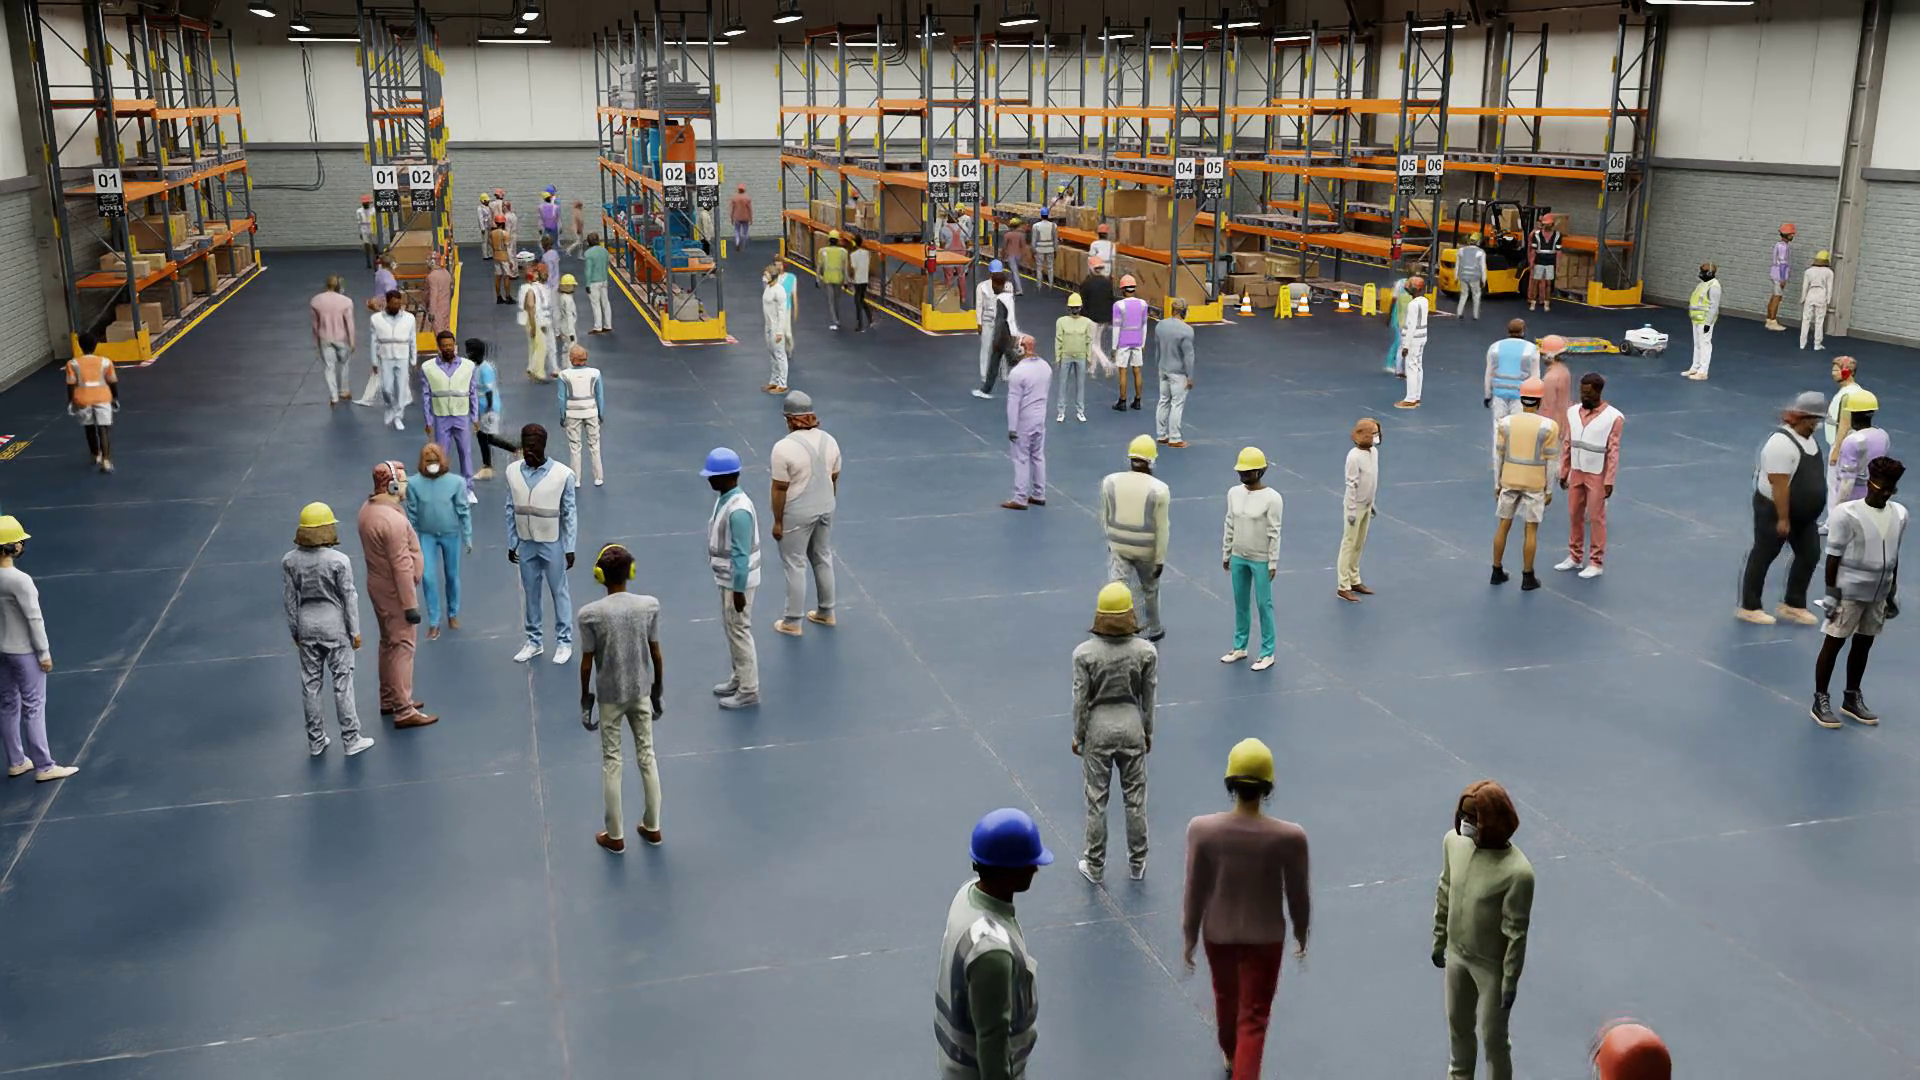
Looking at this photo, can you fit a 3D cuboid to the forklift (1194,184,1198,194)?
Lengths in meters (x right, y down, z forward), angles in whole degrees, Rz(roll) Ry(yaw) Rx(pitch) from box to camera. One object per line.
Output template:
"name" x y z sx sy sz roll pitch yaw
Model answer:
"forklift" 7.392 -11.333 53.972 1.873 2.768 1.129 -4 15 -15

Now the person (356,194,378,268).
"person" -15.555 -8.136 43.775 0.548 1.921 0.691 -3 15 -12

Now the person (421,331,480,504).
"person" -5.566 -1.338 18.205 0.594 1.919 0.387 -6 16 -20

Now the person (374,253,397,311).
"person" -9.323 -3.713 27.129 0.379 1.931 0.634 -10 18 -33

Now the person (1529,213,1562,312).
"person" 12.190 -5.775 34.663 0.615 2.040 0.391 4 15 15

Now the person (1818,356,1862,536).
"person" 8.965 -0.951 16.925 0.404 1.832 0.571 8 17 27

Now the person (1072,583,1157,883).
"person" 0.860 1.090 9.410 0.487 1.741 0.314 -2 15 -6

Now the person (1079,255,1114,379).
"person" 2.176 -3.496 26.227 0.620 1.976 0.771 -11 18 -35

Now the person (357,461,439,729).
"person" -3.993 0.375 11.809 0.400 1.899 0.652 -10 18 -32

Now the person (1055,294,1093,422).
"person" 1.566 -2.506 22.894 0.524 1.770 0.315 -1 15 -2

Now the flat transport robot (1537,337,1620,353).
"flat transport robot" 10.768 -3.409 29.158 1.431 0.197 0.652 -3 15 -11

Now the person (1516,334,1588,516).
"person" 6.274 -1.175 17.507 0.763 1.971 0.621 12 19 37

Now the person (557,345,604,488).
"person" -4.316 -1.405 18.992 0.522 1.640 0.306 -6 16 -21

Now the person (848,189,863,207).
"person" -2.883 -9.041 47.291 0.575 1.861 0.971 -10 18 -34

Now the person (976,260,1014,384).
"person" 0.545 -3.403 25.952 0.602 1.937 0.424 -3 15 -11

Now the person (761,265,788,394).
"person" -2.795 -3.172 25.067 0.370 1.940 0.627 -7 16 -24

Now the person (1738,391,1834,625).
"person" 6.981 -0.256 13.901 0.699 2.000 0.728 -11 18 -35

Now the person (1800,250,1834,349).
"person" 15.233 -4.266 29.564 0.493 1.740 0.325 14 20 42

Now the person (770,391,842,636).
"person" -1.330 -0.249 13.874 0.539 2.000 0.689 14 20 41

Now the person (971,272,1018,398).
"person" 0.669 -3.023 24.650 0.946 1.876 0.655 1 15 4

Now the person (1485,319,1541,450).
"person" 6.568 -1.710 19.811 0.663 1.818 0.486 10 18 33

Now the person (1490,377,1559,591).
"person" 5.129 -0.518 15.118 0.546 1.928 0.409 11 19 36

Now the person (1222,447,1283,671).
"person" 2.262 0.139 12.963 0.328 1.761 0.527 -13 20 -40

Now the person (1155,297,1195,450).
"person" 2.718 -2.111 21.102 0.379 1.931 0.635 -11 18 -36

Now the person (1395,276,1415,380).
"person" 7.116 -3.361 26.385 0.282 1.628 0.503 -8 17 -27

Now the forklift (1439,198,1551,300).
"forklift" 11.913 -6.508 37.130 2.313 2.155 1.214 -4 15 -15

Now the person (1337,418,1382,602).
"person" 3.560 -0.281 14.772 0.284 1.634 0.498 11 19 37

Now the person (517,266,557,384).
"person" -6.646 -3.365 26.017 0.532 1.826 0.611 -7 16 -23

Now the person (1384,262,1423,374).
"person" 7.154 -3.589 26.907 0.548 1.802 0.509 -12 19 -37

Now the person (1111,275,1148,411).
"person" 2.392 -2.802 23.696 0.542 1.929 0.369 -6 16 -21

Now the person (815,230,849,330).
"person" -2.484 -5.040 32.208 0.602 1.875 0.977 -4 15 -16

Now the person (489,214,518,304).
"person" -9.889 -6.069 35.973 0.545 1.938 0.360 8 17 26

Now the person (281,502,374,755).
"person" -4.288 0.602 11.245 0.491 1.740 0.321 2 15 6

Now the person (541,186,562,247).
"person" -12.194 -9.654 49.677 0.624 1.835 0.431 7 17 26

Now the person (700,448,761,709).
"person" -1.659 0.272 12.122 0.418 1.938 0.616 -4 16 -16

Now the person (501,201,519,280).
"person" -11.105 -7.361 40.894 0.404 1.906 0.652 0 15 0

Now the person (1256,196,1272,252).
"person" 8.266 -8.469 45.214 0.376 1.848 0.585 -13 20 -40

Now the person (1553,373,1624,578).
"person" 5.869 -0.617 15.520 0.400 1.908 0.599 -9 17 -31

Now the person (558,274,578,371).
"person" -6.018 -3.230 25.678 0.323 1.736 0.488 -7 16 -23

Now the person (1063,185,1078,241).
"person" 3.267 -9.613 49.485 0.513 1.843 0.327 1 15 4

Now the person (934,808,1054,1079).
"person" 0.120 1.884 6.055 0.425 1.938 0.603 -1 15 -5

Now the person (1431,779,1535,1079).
"person" 2.192 1.778 7.045 0.280 1.624 0.493 -8 17 -28

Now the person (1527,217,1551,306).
"person" 12.520 -6.002 35.782 0.399 1.907 0.644 -9 18 -32
